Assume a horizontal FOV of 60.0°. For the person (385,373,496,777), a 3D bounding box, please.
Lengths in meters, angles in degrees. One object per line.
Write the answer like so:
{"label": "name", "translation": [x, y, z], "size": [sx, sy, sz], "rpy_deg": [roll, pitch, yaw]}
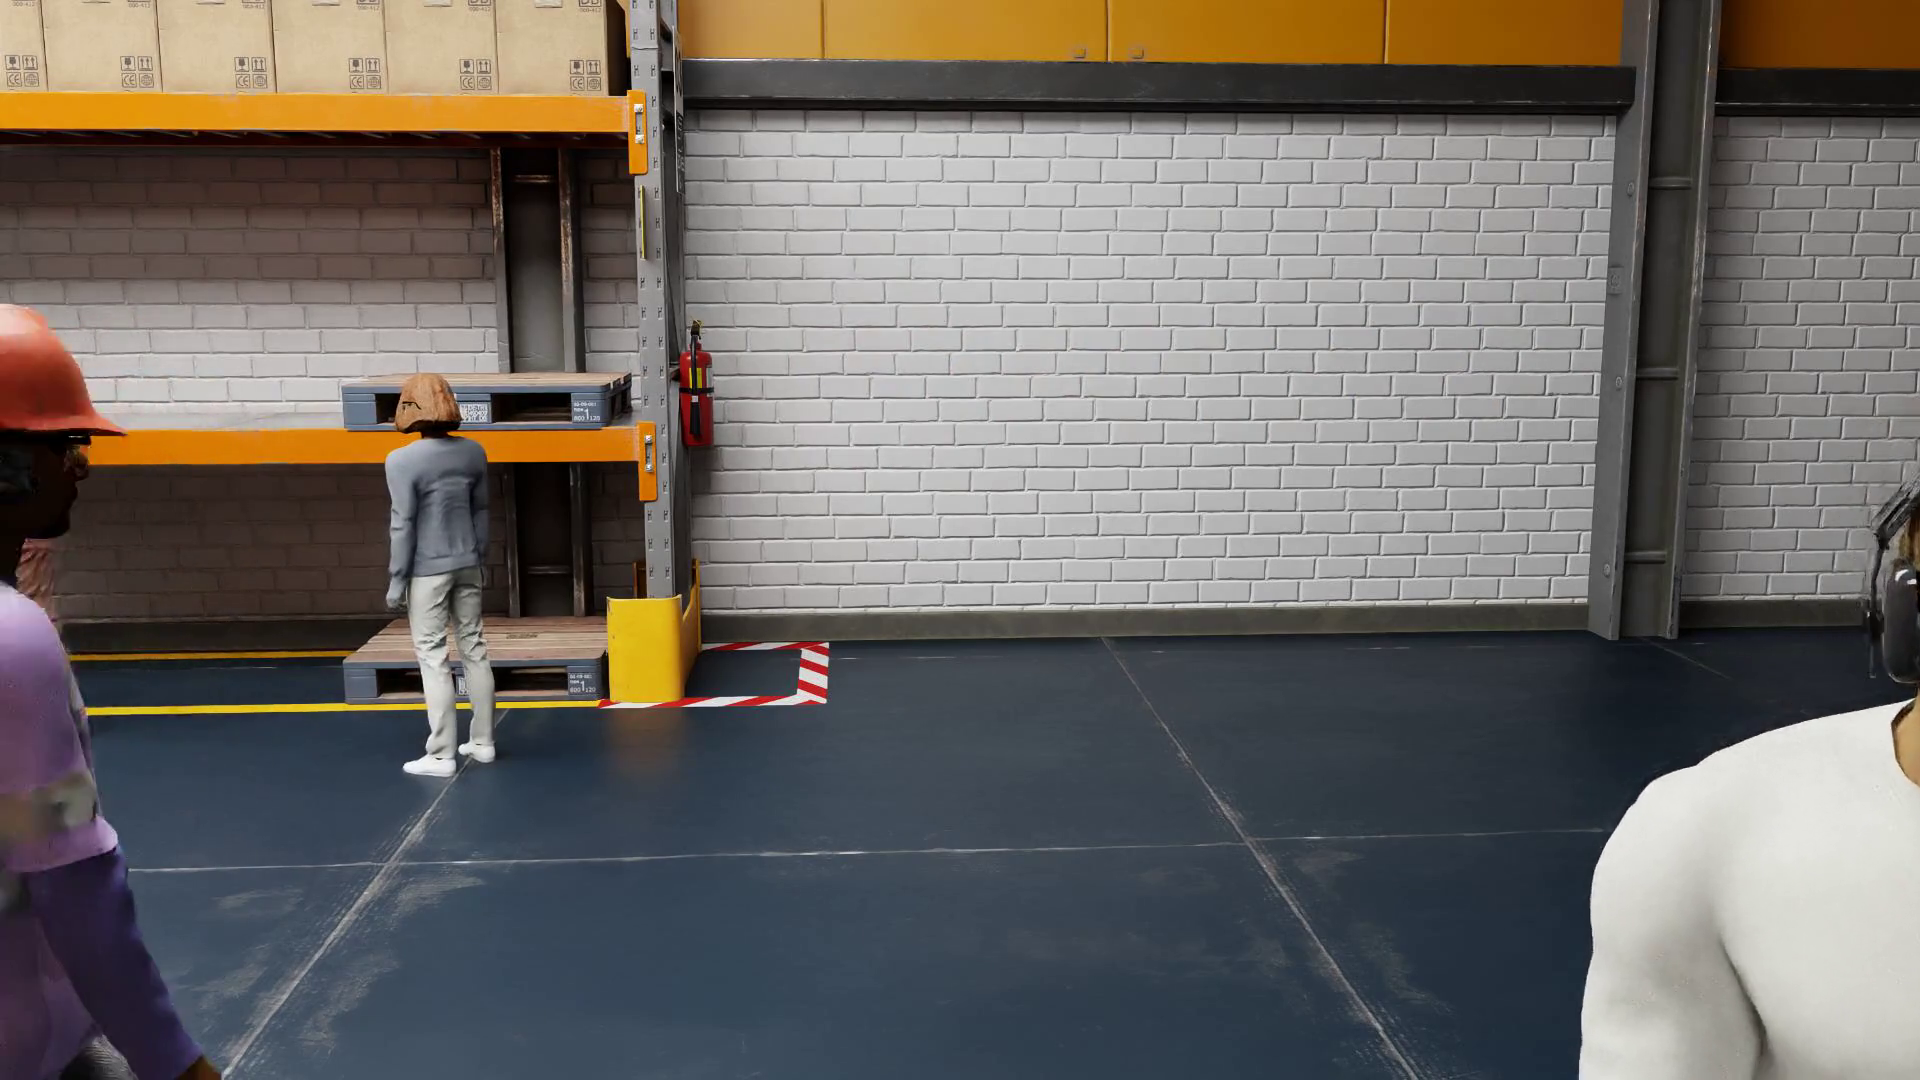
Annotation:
{"label": "person", "translation": [-2.109, 0.140, 6.753], "size": [0.266, 1.631, 0.507], "rpy_deg": [5, 11, 30]}

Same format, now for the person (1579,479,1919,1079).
{"label": "person", "translation": [0.817, 0.860, 1.362], "size": [0.661, 1.906, 0.882], "rpy_deg": [4, 10, 22]}

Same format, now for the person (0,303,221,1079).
{"label": "person", "translation": [-1.427, 0.668, 2.352], "size": [1.072, 1.998, 0.615], "rpy_deg": [-7, 11, -36]}

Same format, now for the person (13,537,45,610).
{"label": "person", "translation": [-4.267, -0.028, 7.072], "size": [0.880, 1.873, 0.661], "rpy_deg": [0, 9, 1]}
